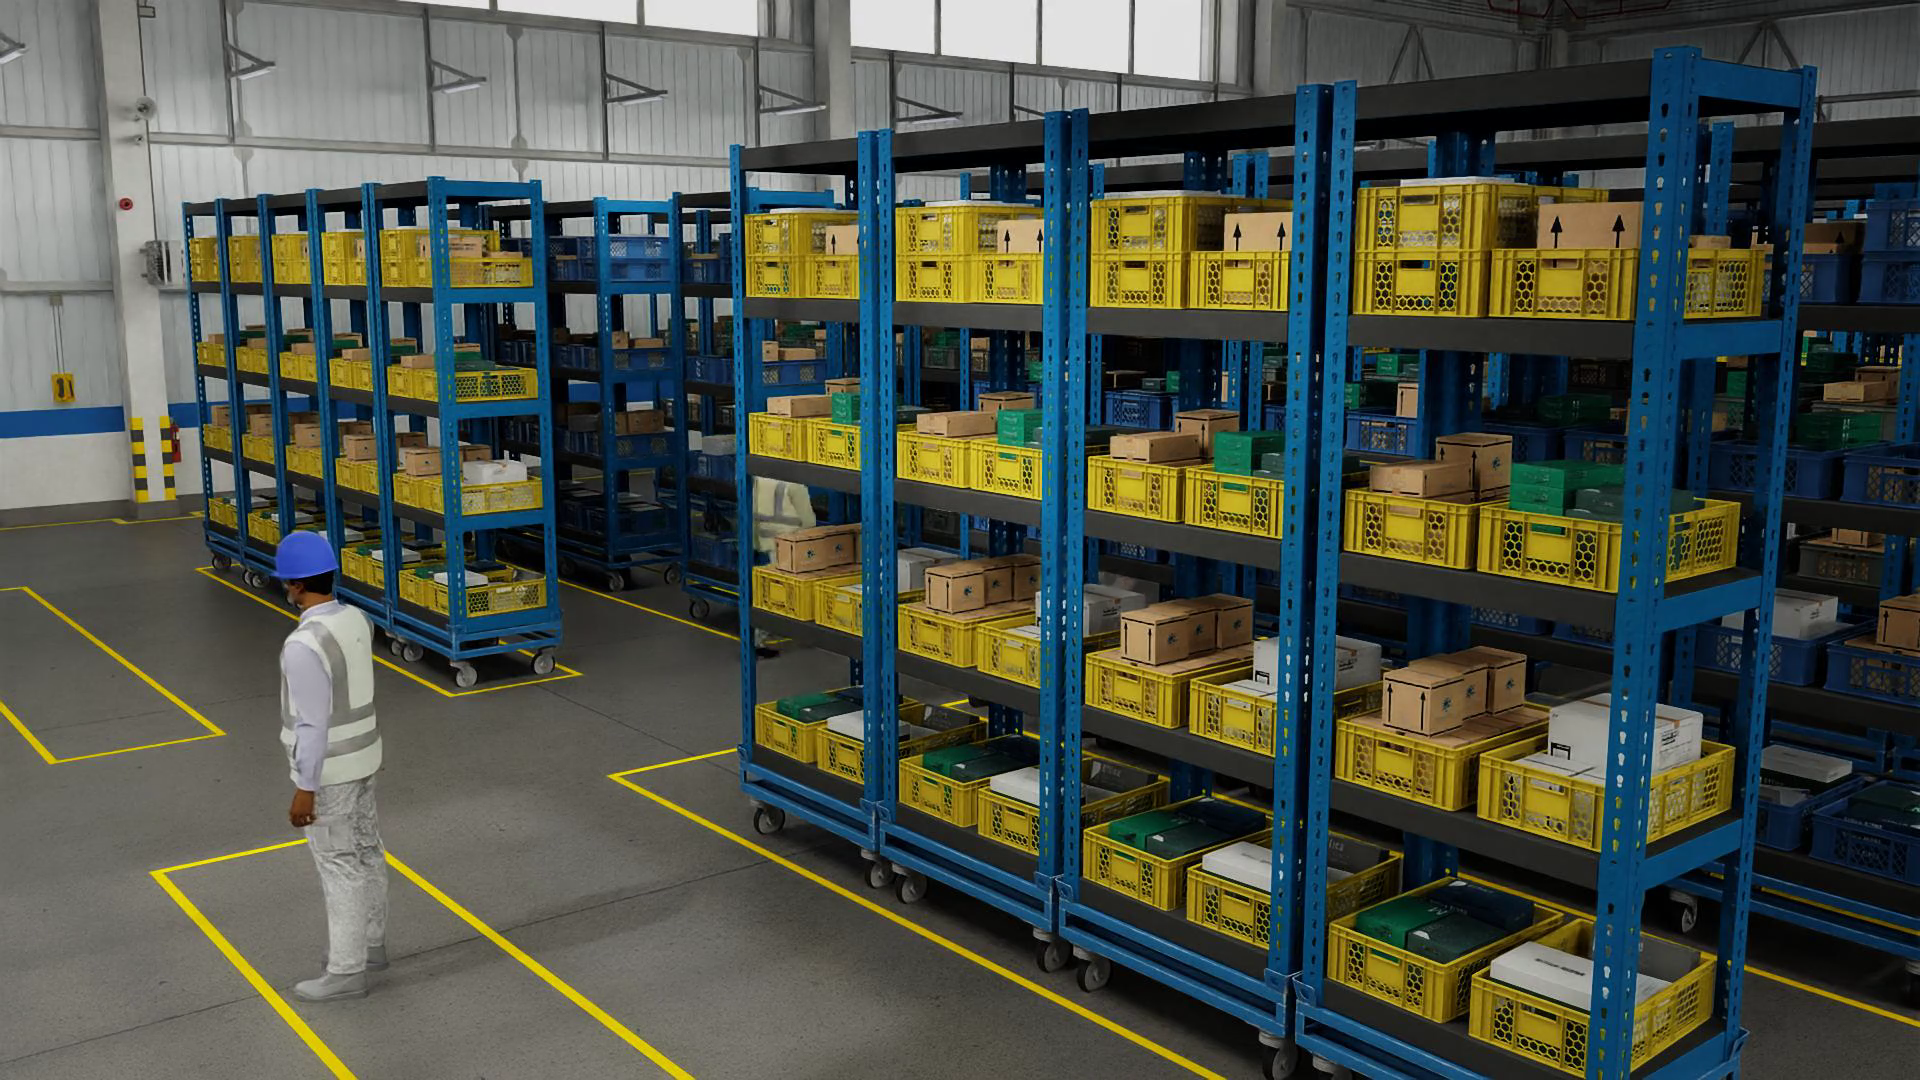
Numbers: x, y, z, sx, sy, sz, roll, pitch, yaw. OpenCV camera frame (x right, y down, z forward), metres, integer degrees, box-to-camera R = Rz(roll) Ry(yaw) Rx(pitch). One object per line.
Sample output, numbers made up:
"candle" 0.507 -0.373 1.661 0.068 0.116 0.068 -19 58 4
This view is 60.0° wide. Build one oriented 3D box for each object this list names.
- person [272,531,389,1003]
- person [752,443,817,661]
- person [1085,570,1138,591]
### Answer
"person" -2.587 0.923 6.834 0.402 1.944 0.605 0 9 2
"person" -1.297 0.017 12.774 0.942 1.782 0.589 -7 12 -35
"person" 1.091 -0.079 12.762 0.441 1.973 0.654 -7 12 -36
